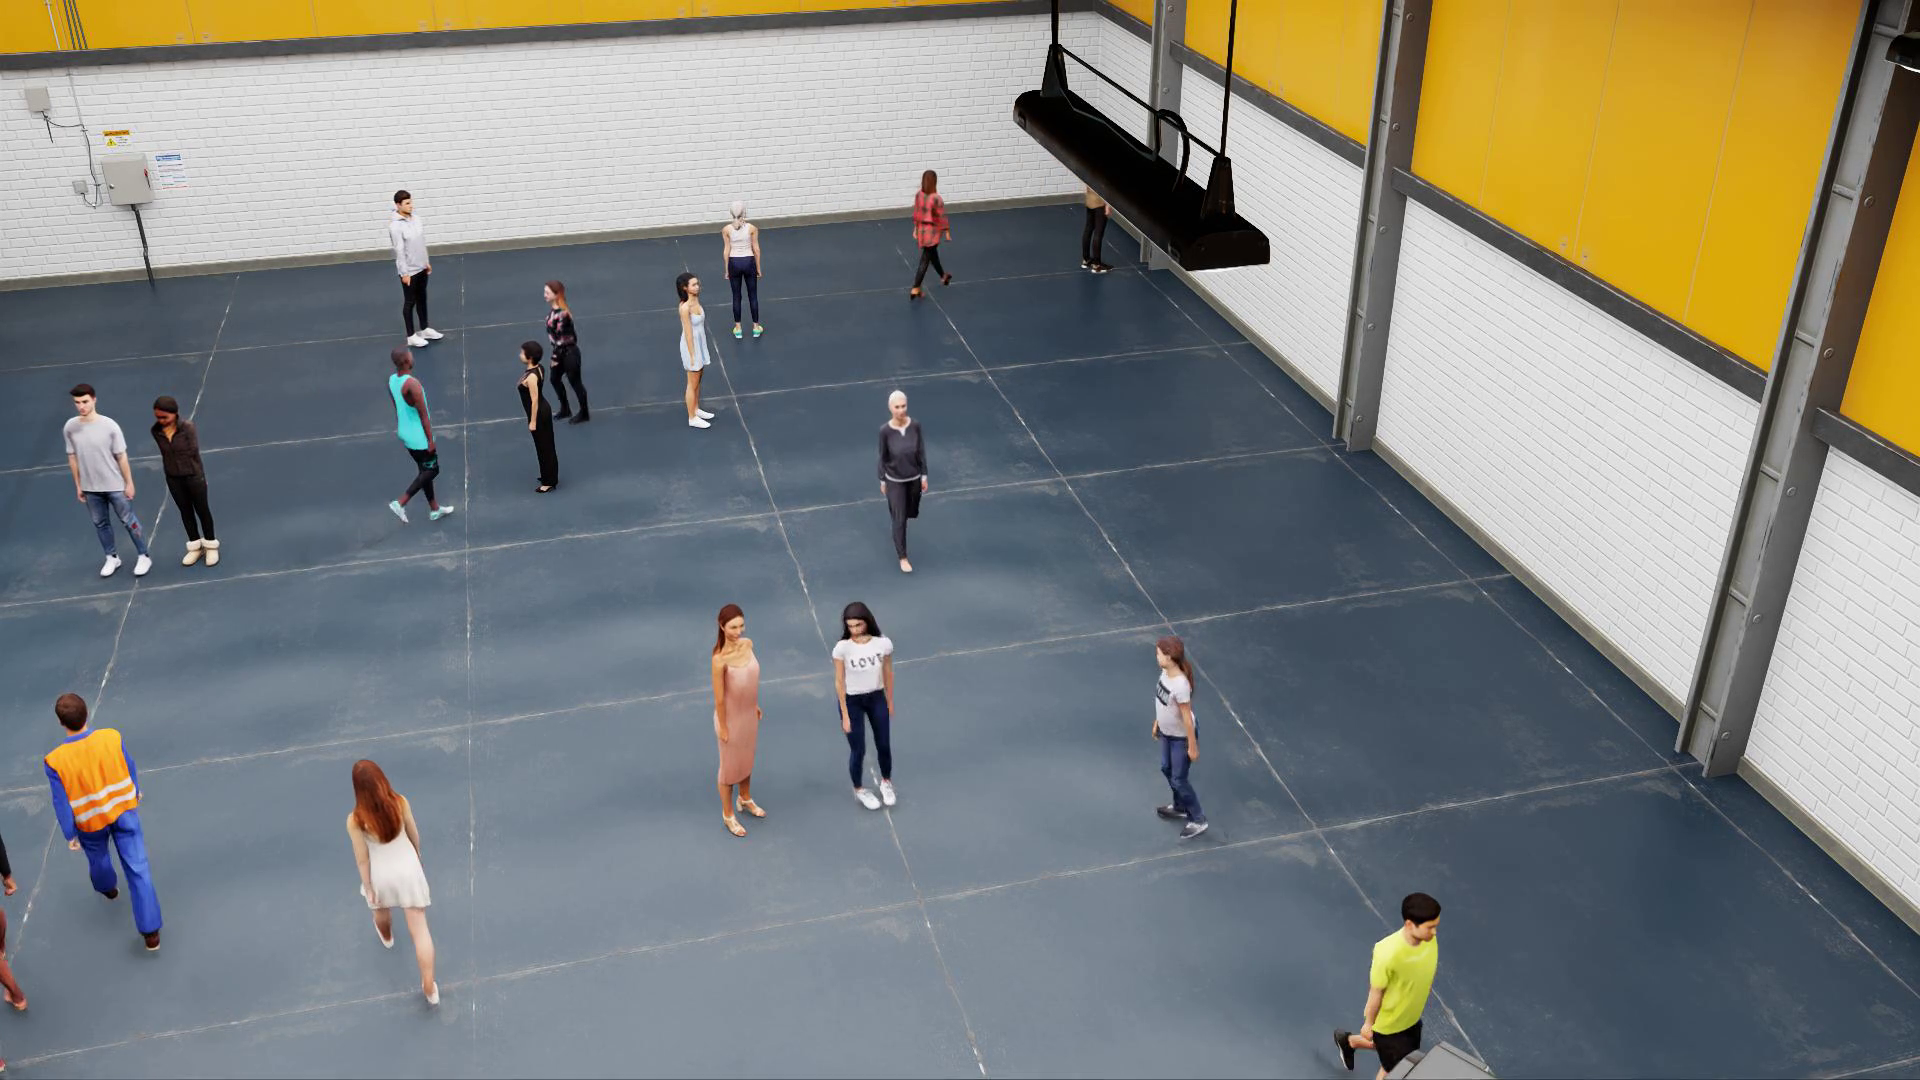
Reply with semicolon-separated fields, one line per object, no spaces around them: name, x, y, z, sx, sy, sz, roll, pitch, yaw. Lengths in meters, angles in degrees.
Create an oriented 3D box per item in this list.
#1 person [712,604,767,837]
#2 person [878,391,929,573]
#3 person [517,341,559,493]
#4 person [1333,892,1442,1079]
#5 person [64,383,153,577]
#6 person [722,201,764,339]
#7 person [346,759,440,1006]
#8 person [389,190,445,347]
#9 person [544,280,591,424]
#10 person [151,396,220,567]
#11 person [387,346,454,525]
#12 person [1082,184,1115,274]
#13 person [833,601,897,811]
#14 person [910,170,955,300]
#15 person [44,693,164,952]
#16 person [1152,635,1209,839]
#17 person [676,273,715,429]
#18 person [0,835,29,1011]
person;-1.604;1.263;11.875;0.708;1.831;0.655;17;33;28
person;-0.547;-0.616;15.453;0.691;1.703;1.027;-11;31;-20
person;-4.230;-1.255;16.732;0.665;1.601;0.491;-3;29;-5
person;2.425;2.643;9.500;0.864;1.684;1.066;-20;35;-33
person;-7.782;-0.548;15.141;0.719;1.883;0.640;-1;29;-2
person;-2.671;-3.322;20.416;0.632;1.702;0.567;-3;29;-6
person;-3.511;2.159;10.414;0.768;1.657;1.228;-15;32;-25
person;-6.656;-3.314;20.168;0.822;1.925;0.721;9;30;16
person;-4.203;-2.045;18.111;0.703;1.667;0.649;-15;32;-25
person;-7.194;-0.588;15.448;0.680;1.659;0.620;-7;29;-13
person;-5.305;-0.949;15.979;1.010;1.785;1.033;24;37;37
person;1.848;-4.576;22.558;0.775;1.851;0.596;-15;32;-25
person;-0.728;1.185;12.099;0.601;1.754;0.565;-14;32;-24
person;-0.455;-3.912;21.552;1.129;1.650;1.073;24;36;36
person;-5.506;1.861;10.805;1.064;1.807;1.332;-23;36;-35
person;1.606;1.397;11.945;0.724;1.530;0.508;-15;32;-25
person;-2.907;-2.084;18.117;0.715;1.730;0.581;3;29;5
person;-6.120;2.192;10.324;1.158;1.685;0.988;23;36;36
